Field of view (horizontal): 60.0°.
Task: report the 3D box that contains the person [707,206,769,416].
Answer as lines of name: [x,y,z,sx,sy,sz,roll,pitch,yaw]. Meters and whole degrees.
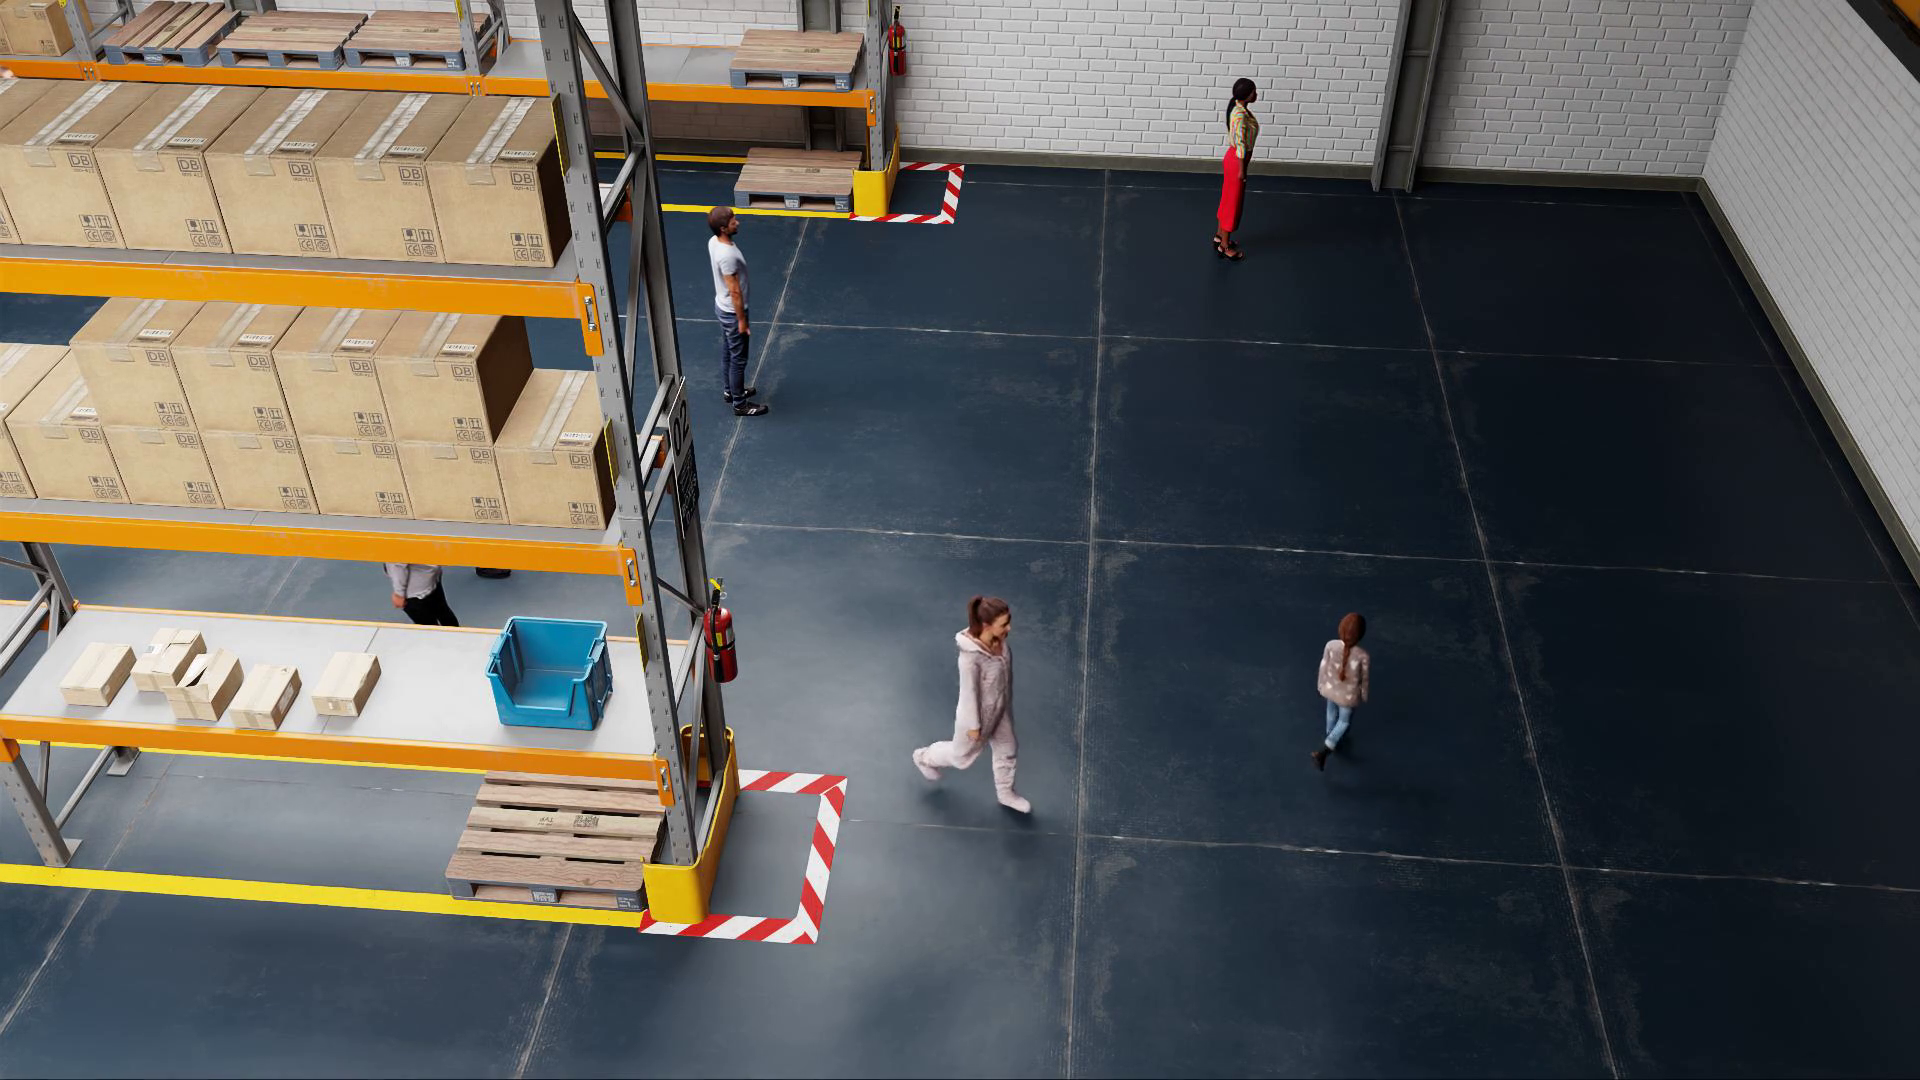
person: [-1.882,-1.893,13.704,0.702,1.866,0.705,-14,41,-17]

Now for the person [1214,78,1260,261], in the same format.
person: [2.621,-3.533,15.816,0.557,1.793,0.616,-1,39,-1]

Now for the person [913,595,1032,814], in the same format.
person: [0.068,0.999,10.242,1.129,1.667,0.927,21,43,24]

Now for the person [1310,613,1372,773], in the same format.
person: [2.436,0.979,10.654,0.772,1.185,0.767,24,45,27]
